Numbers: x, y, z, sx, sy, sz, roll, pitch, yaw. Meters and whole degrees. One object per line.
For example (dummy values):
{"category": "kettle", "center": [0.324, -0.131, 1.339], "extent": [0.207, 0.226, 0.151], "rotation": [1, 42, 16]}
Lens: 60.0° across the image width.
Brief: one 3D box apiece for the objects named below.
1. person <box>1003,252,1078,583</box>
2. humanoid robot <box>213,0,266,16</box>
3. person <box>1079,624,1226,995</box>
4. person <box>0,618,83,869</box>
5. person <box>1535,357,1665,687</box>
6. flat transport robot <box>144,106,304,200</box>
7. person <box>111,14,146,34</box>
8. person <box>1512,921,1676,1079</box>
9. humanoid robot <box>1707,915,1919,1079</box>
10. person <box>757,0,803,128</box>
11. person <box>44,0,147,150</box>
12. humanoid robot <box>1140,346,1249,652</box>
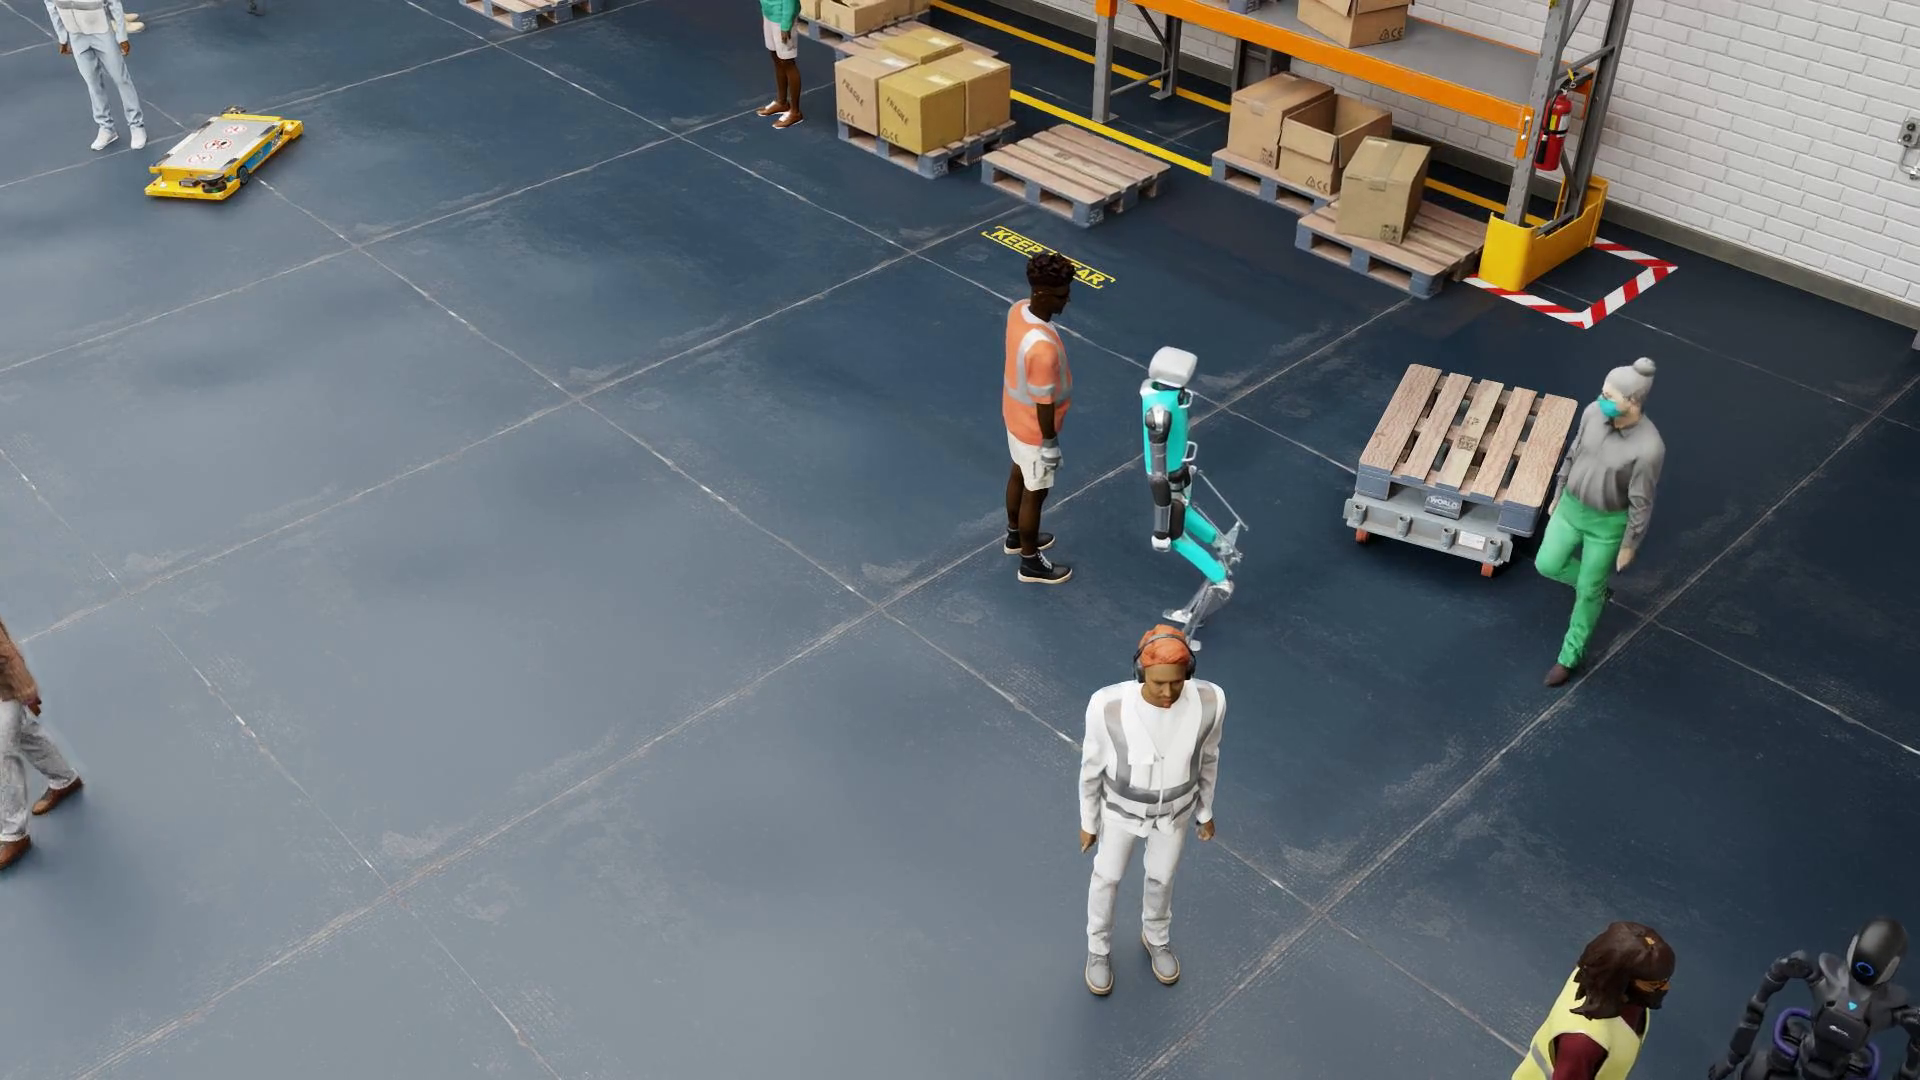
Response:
{"category": "person", "center": [0.417, -0.656, 9.000], "extent": [0.369, 1.960, 0.600], "rotation": [-7, 38, -9]}
{"category": "humanoid robot", "center": [-7.315, -5.997, 16.348], "extent": [0.600, 1.631, 0.767], "rotation": [-31, 47, -34]}
{"category": "person", "center": [0.759, 1.102, 6.737], "extent": [0.573, 1.883, 0.355], "rotation": [-6, 37, -7]}
{"category": "person", "center": [-4.431, 0.734, 7.431], "extent": [0.485, 1.625, 0.715], "rotation": [17, 40, 21]}
{"category": "person", "center": [3.246, -0.141, 8.416], "extent": [0.584, 1.835, 0.561], "rotation": [-21, 42, -26]}
{"category": "flat transport robot", "center": [-6.087, -3.210, 13.783], "extent": [0.659, 0.231, 1.431], "rotation": [5, 37, 7]}
{"category": "person", "center": [-8.248, -5.885, 15.857], "extent": [0.389, 2.040, 0.602], "rotation": [-18, 41, -23]}
{"category": "person", "center": [2.099, 1.923, 5.743], "extent": [0.362, 1.767, 0.475], "rotation": [23, 43, 27]}
{"category": "humanoid robot", "center": [2.961, 1.924, 5.813], "extent": [0.609, 1.653, 0.394], "rotation": [23, 43, 28]}
{"category": "person", "center": [-1.529, -4.432, 14.092], "extent": [0.404, 1.848, 0.495], "rotation": [-17, 40, -21]}
{"category": "person", "center": [-7.135, -4.167, 13.685], "extent": [0.589, 1.916, 0.399], "rotation": [0, 37, 0]}
{"category": "humanoid robot", "center": [1.232, -0.166, 8.510], "extent": [0.704, 1.748, 0.531], "rotation": [8, 38, 11]}
